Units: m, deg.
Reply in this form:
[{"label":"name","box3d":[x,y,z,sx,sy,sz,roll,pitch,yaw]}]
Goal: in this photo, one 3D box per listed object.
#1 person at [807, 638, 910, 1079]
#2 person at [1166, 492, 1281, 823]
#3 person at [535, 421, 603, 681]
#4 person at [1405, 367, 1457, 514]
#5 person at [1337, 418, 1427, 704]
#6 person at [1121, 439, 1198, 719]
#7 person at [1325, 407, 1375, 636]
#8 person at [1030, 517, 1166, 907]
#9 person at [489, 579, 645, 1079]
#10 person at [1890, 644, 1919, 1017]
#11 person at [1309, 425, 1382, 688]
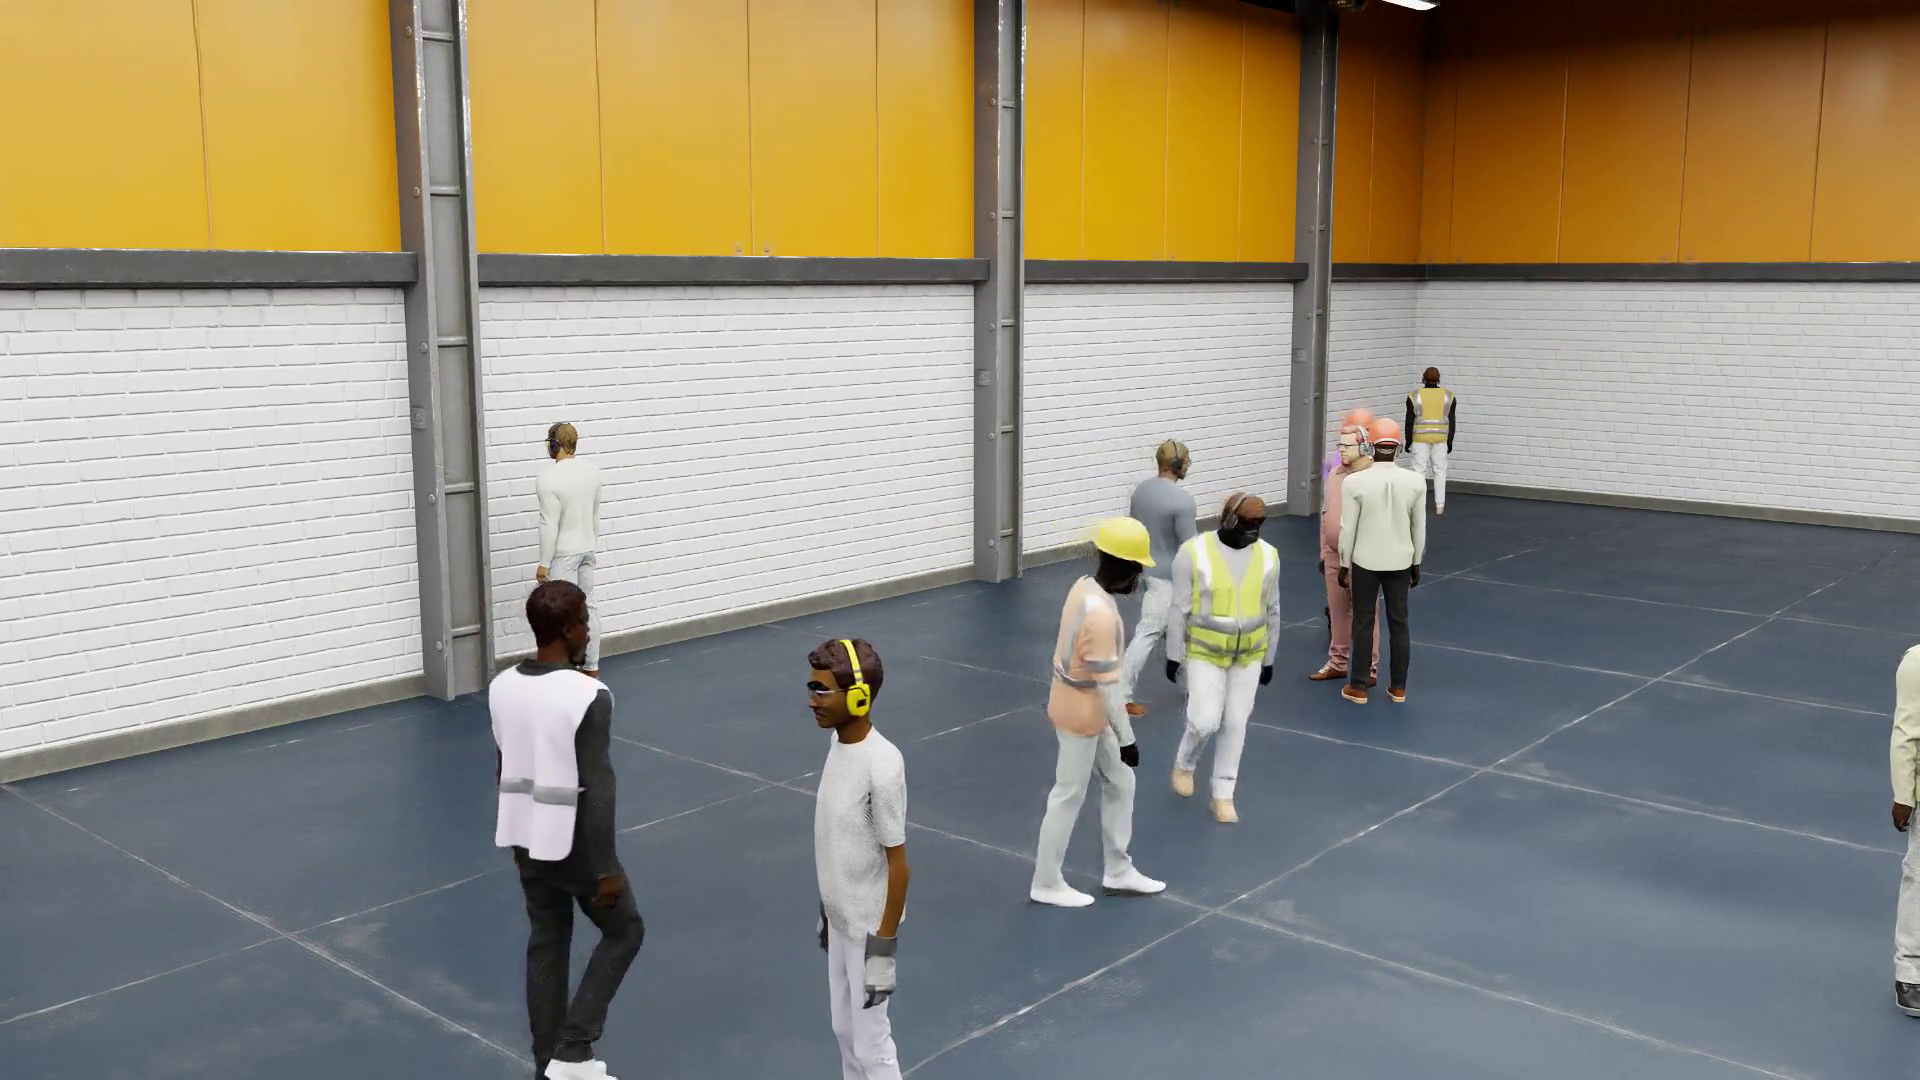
[{"label":"person","box3d":[-0.337,1.222,5.233,0.314,1.866,0.535,-4,10,-23]},{"label":"person","box3d":[1.446,0.630,9.125,0.658,1.811,0.484,-2,9,-11]},{"label":"person","box3d":[-2.821,0.113,11.969,0.372,1.940,0.630,4,10,24]},{"label":"person","box3d":[5.850,-1.236,20.745,0.624,1.844,0.429,1,9,5]},{"label":"person","box3d":[2.923,0.149,11.566,0.611,1.995,0.381,-1,9,-4]},{"label":"person","box3d":[1.399,0.259,11.246,1.038,1.883,0.655,-4,10,-24]},{"label":"person","box3d":[3.191,-0.119,13.501,0.724,1.919,0.560,-9,12,-43]},{"label":"person","box3d":[0.684,0.817,7.710,0.785,1.880,0.615,1,9,5]},{"label":"person","box3d":[-1.414,1.085,5.961,0.635,1.903,0.456,6,11,35]},{"label":"person","box3d":[4.041,1.010,6.656,0.590,1.837,0.404,1,9,7]},{"label":"person","box3d":[2.820,0.123,12.004,0.407,1.906,0.655,-6,11,-31]}]
